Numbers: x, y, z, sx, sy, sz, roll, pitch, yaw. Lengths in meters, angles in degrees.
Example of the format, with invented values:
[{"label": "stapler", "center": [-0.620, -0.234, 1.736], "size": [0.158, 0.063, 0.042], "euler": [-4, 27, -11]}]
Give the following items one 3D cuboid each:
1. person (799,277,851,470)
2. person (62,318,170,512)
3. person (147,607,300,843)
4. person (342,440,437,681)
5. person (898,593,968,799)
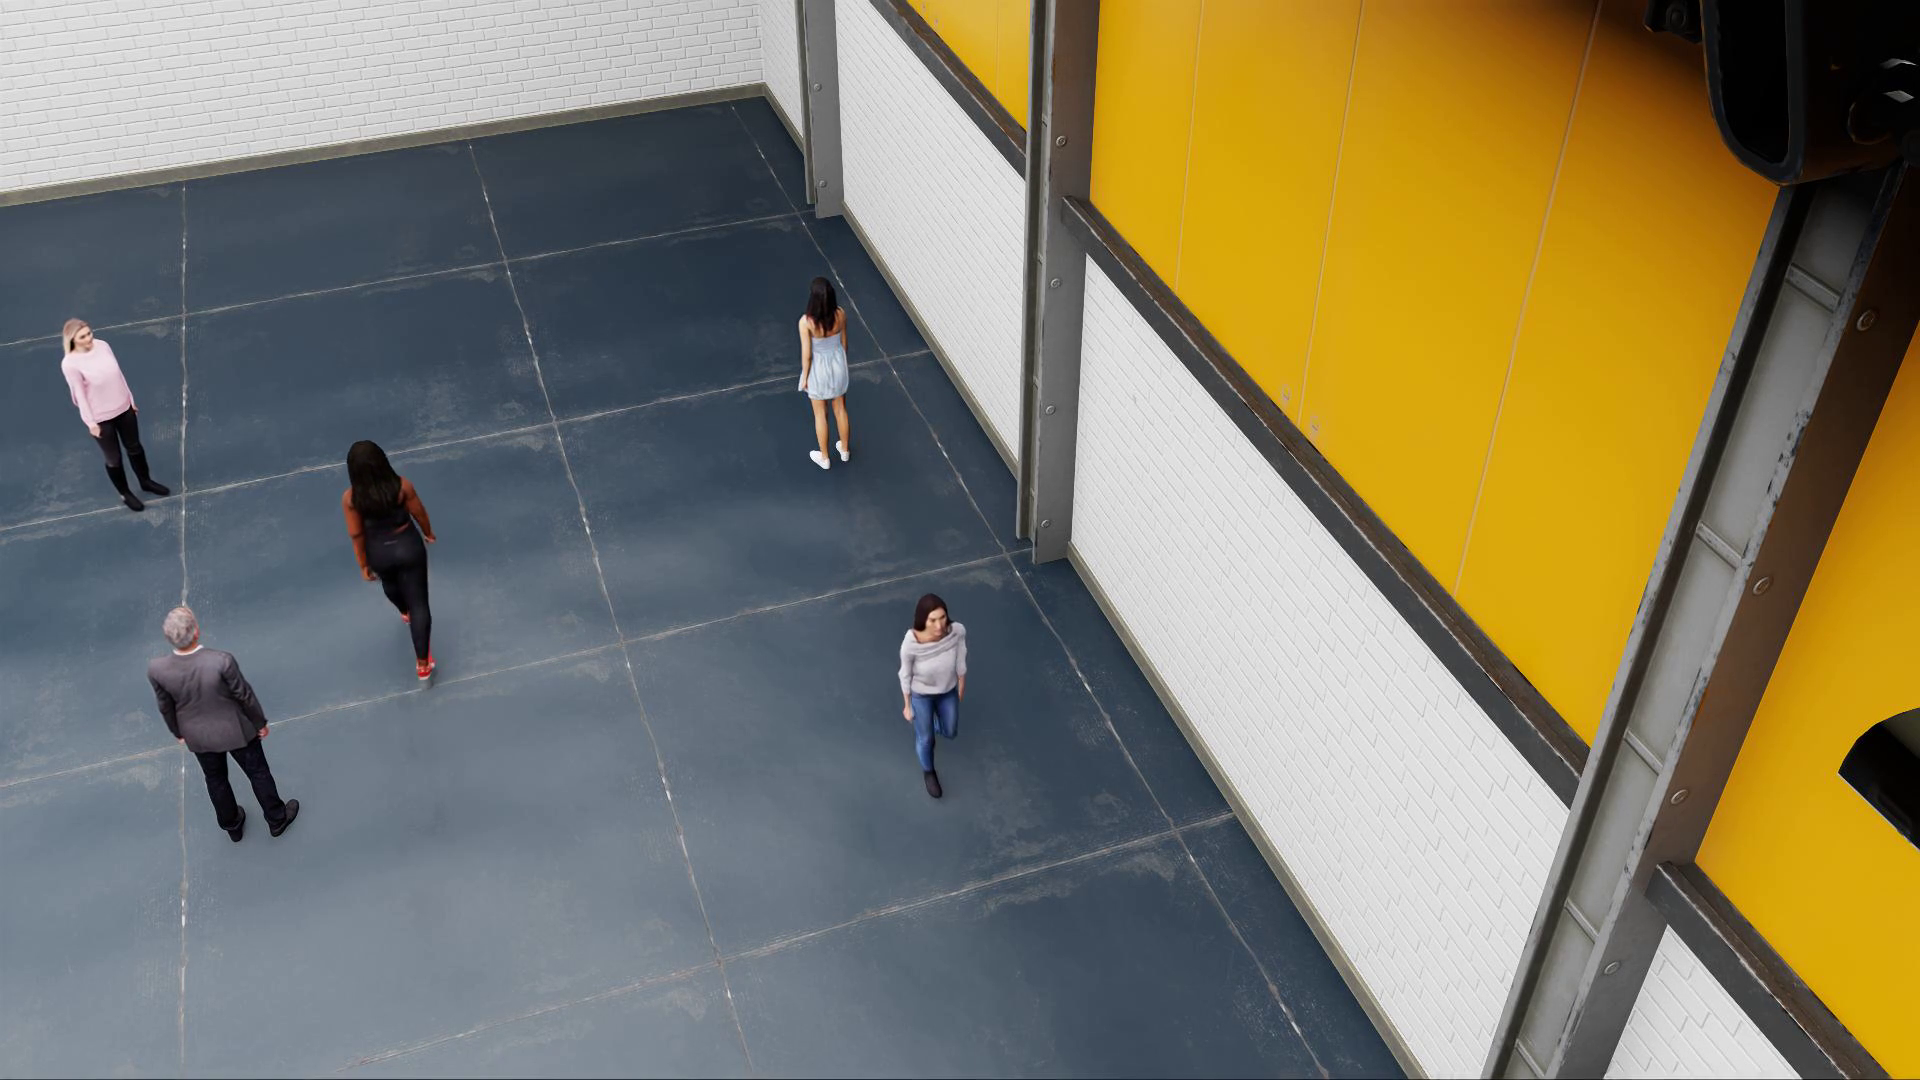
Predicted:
[{"label": "person", "center": [-1.070, -1.348, 13.344], "size": [0.625, 1.730, 0.589], "euler": [-20, 43, -24]}, {"label": "person", "center": [-6.644, -1.003, 12.948], "size": [0.745, 1.686, 0.686], "euler": [17, 42, 20]}, {"label": "person", "center": [-4.524, 1.129, 10.154], "size": [0.773, 1.841, 0.671], "euler": [-5, 39, -6]}, {"label": "person", "center": [-3.866, 0.155, 11.432], "size": [0.794, 1.768, 1.246], "euler": [-7, 39, -9]}, {"label": "person", "center": [-0.212, 0.931, 10.580], "size": [0.603, 1.619, 0.740], "euler": [-14, 41, -17]}]
